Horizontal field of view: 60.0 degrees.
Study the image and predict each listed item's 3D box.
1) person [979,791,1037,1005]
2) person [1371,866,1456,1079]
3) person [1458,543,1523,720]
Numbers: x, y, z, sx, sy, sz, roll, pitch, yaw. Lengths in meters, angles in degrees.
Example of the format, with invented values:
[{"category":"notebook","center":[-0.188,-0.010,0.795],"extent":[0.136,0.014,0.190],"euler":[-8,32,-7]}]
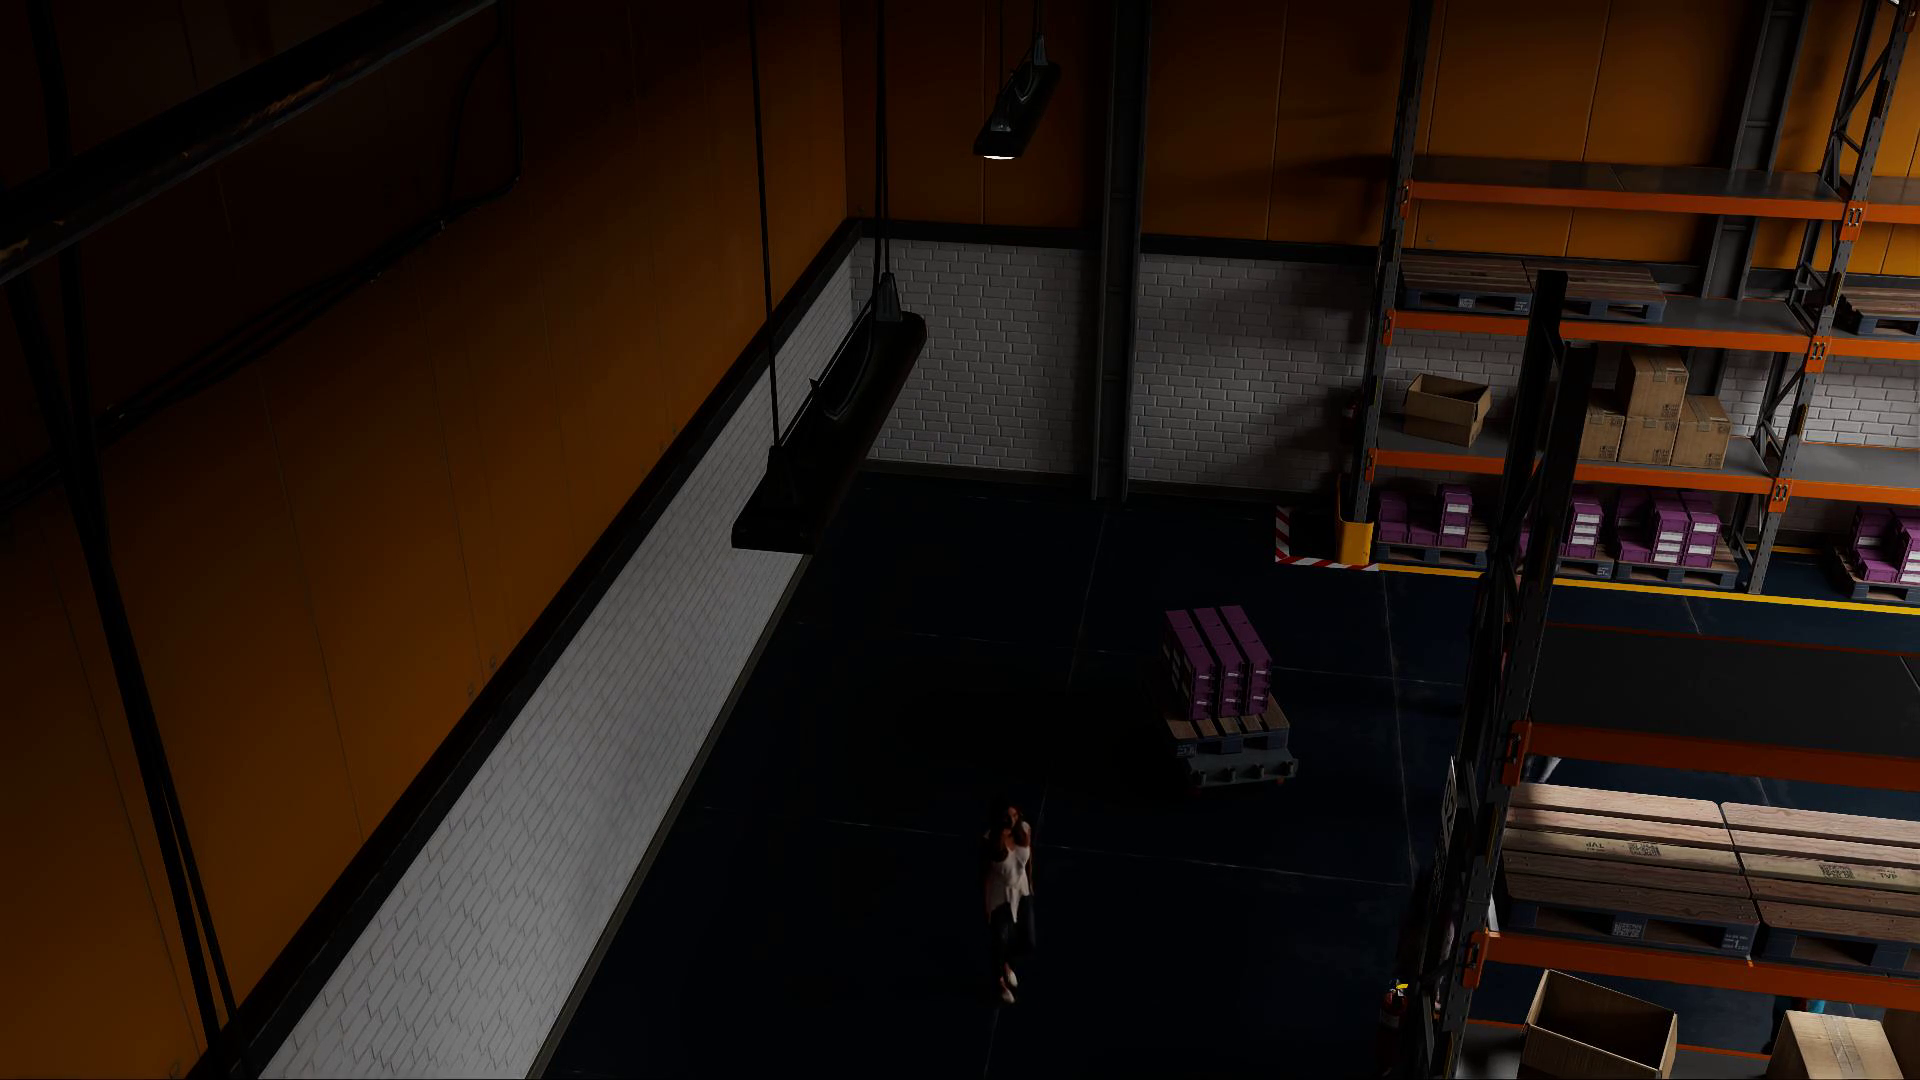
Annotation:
[{"category":"person","center":[0.280,2.454,11.653],"extent":[0.721,1.775,0.791],"euler":[-16,32,-26]},{"category":"person","center":[3.079,2.845,10.987],"extent":[1.054,1.727,0.906],"euler":[-12,31,-20]},{"category":"person","center":[4.697,0.791,14.688],"extent":[0.480,1.788,0.631],"euler":[3,29,6]}]
